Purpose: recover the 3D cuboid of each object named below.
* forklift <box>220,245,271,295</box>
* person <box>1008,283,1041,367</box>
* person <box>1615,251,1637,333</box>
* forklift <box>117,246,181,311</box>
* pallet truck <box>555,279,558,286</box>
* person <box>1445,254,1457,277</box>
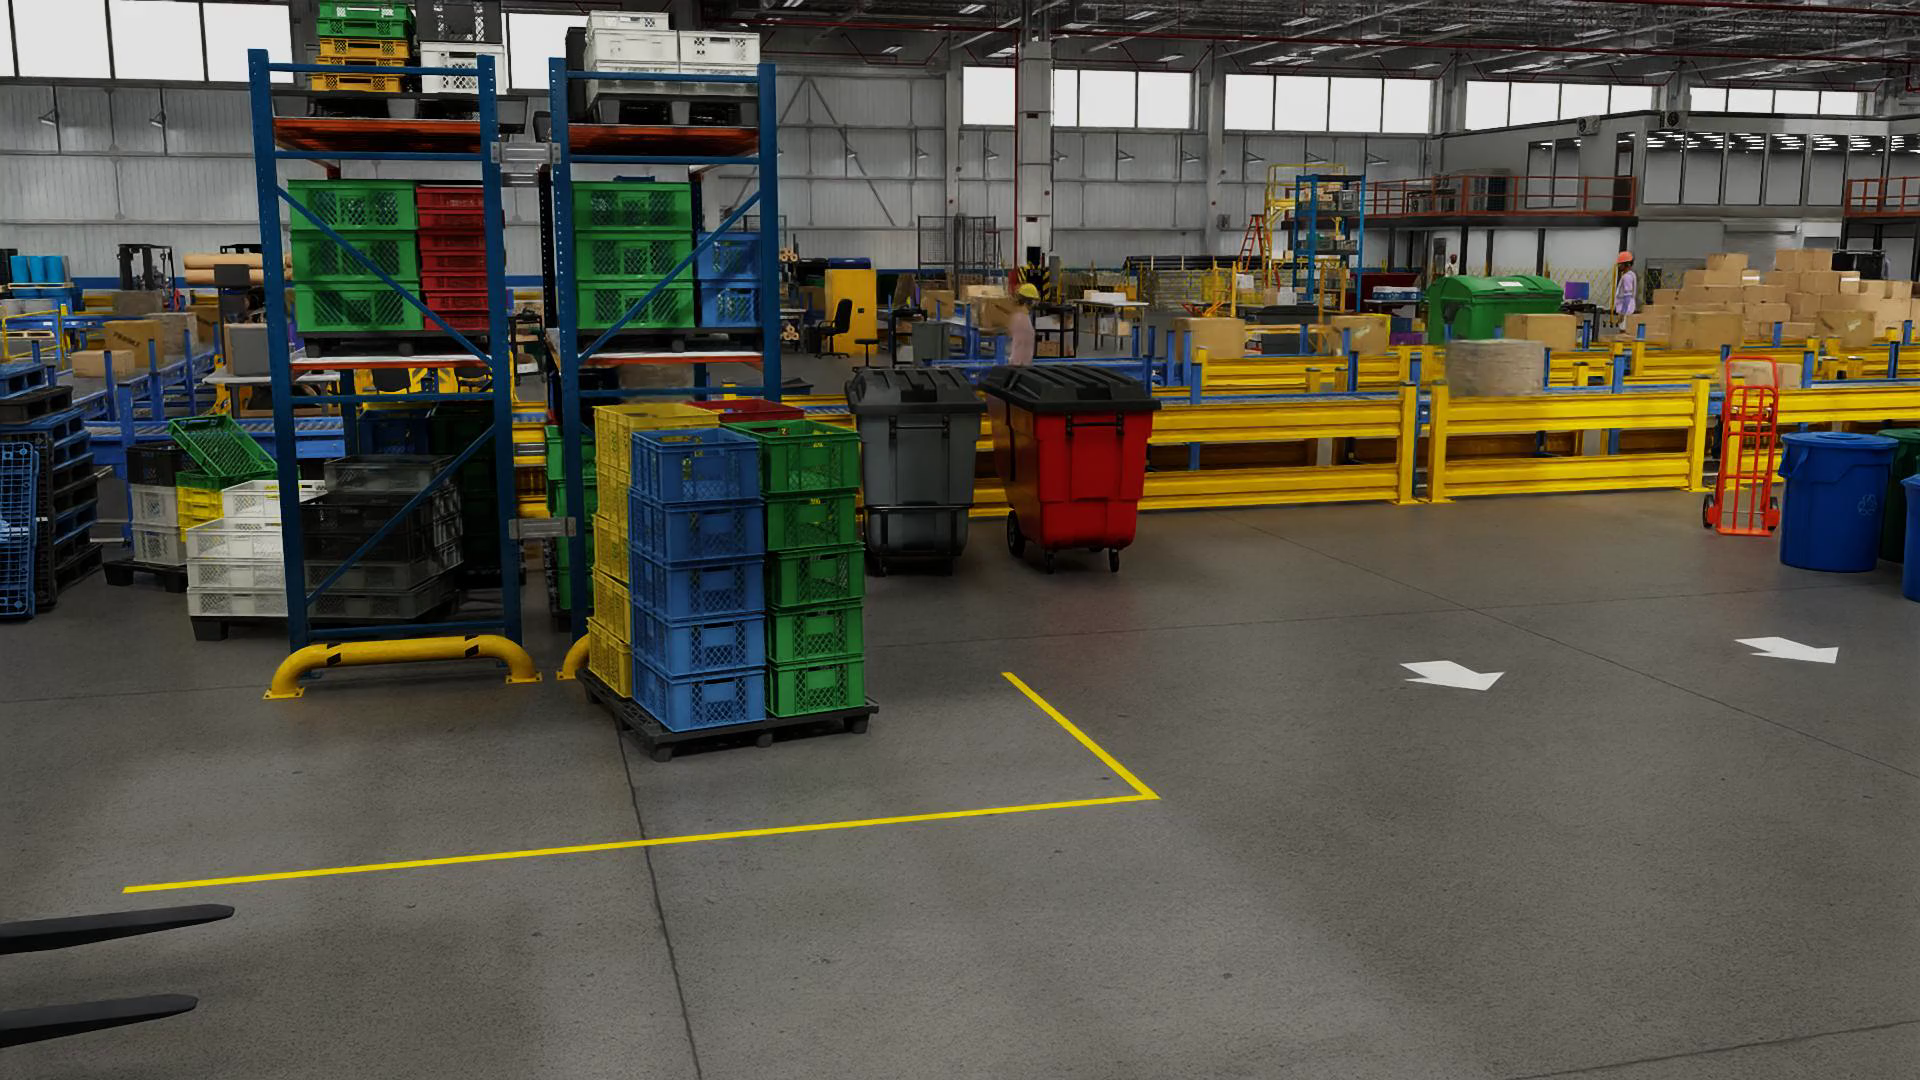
[{"bbox_3d":[-17.749,-6.334,41.440,1.157,1.987,2.680,-3,10,-17],"label":"forklift"},{"bbox_3d":[0.585,-1.838,17.601,0.580,1.747,0.539,0,10,0],"label":"person"},{"bbox_3d":[11.546,-3.993,28.946,0.378,2.040,0.607,4,11,23],"label":"person"},{"bbox_3d":[-19.966,-6.232,40.894,1.157,1.987,2.680,-3,10,-15],"label":"forklift"},{"bbox_3d":[-10.604,-6.375,44.520,0.653,1.274,1.630,-3,10,-15],"label":"pallet truck"},{"bbox_3d":[15.905,-8.303,53.819,0.567,1.879,0.353,-8,13,-40],"label":"person"}]
